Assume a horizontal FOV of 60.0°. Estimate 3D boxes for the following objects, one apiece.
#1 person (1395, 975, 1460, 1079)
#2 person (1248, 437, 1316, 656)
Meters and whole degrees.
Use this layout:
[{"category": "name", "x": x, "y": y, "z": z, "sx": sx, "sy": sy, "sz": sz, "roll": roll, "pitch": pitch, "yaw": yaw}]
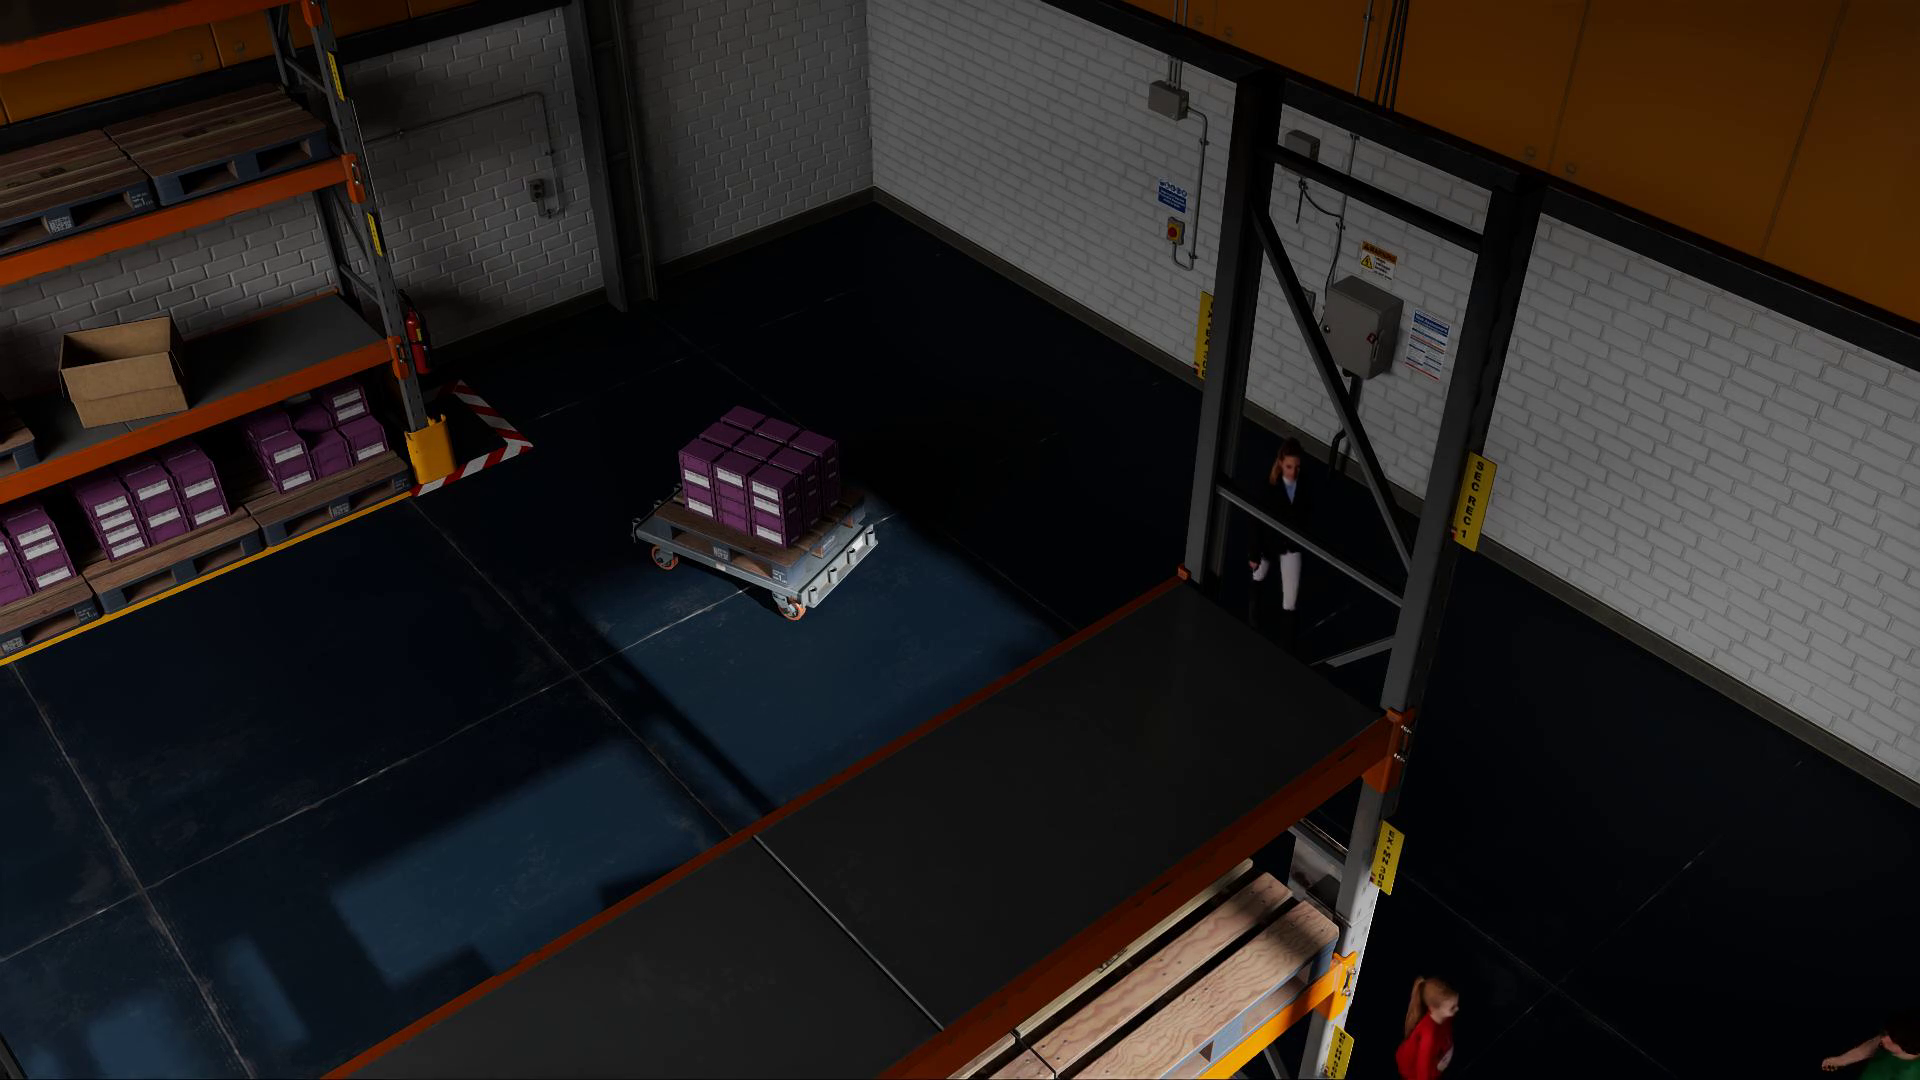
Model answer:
[{"category": "person", "x": 2.292, "y": 2.659, "z": 8.484, "sx": 0.749, "sy": 1.264, "sz": 0.878, "roll": 19, "pitch": 42, "yaw": 22}, {"category": "person", "x": 2.169, "y": 0.012, "z": 11.465, "sx": 1.120, "sy": 1.681, "sz": 1.091, "roll": -2, "pitch": 39, "yaw": -3}]
